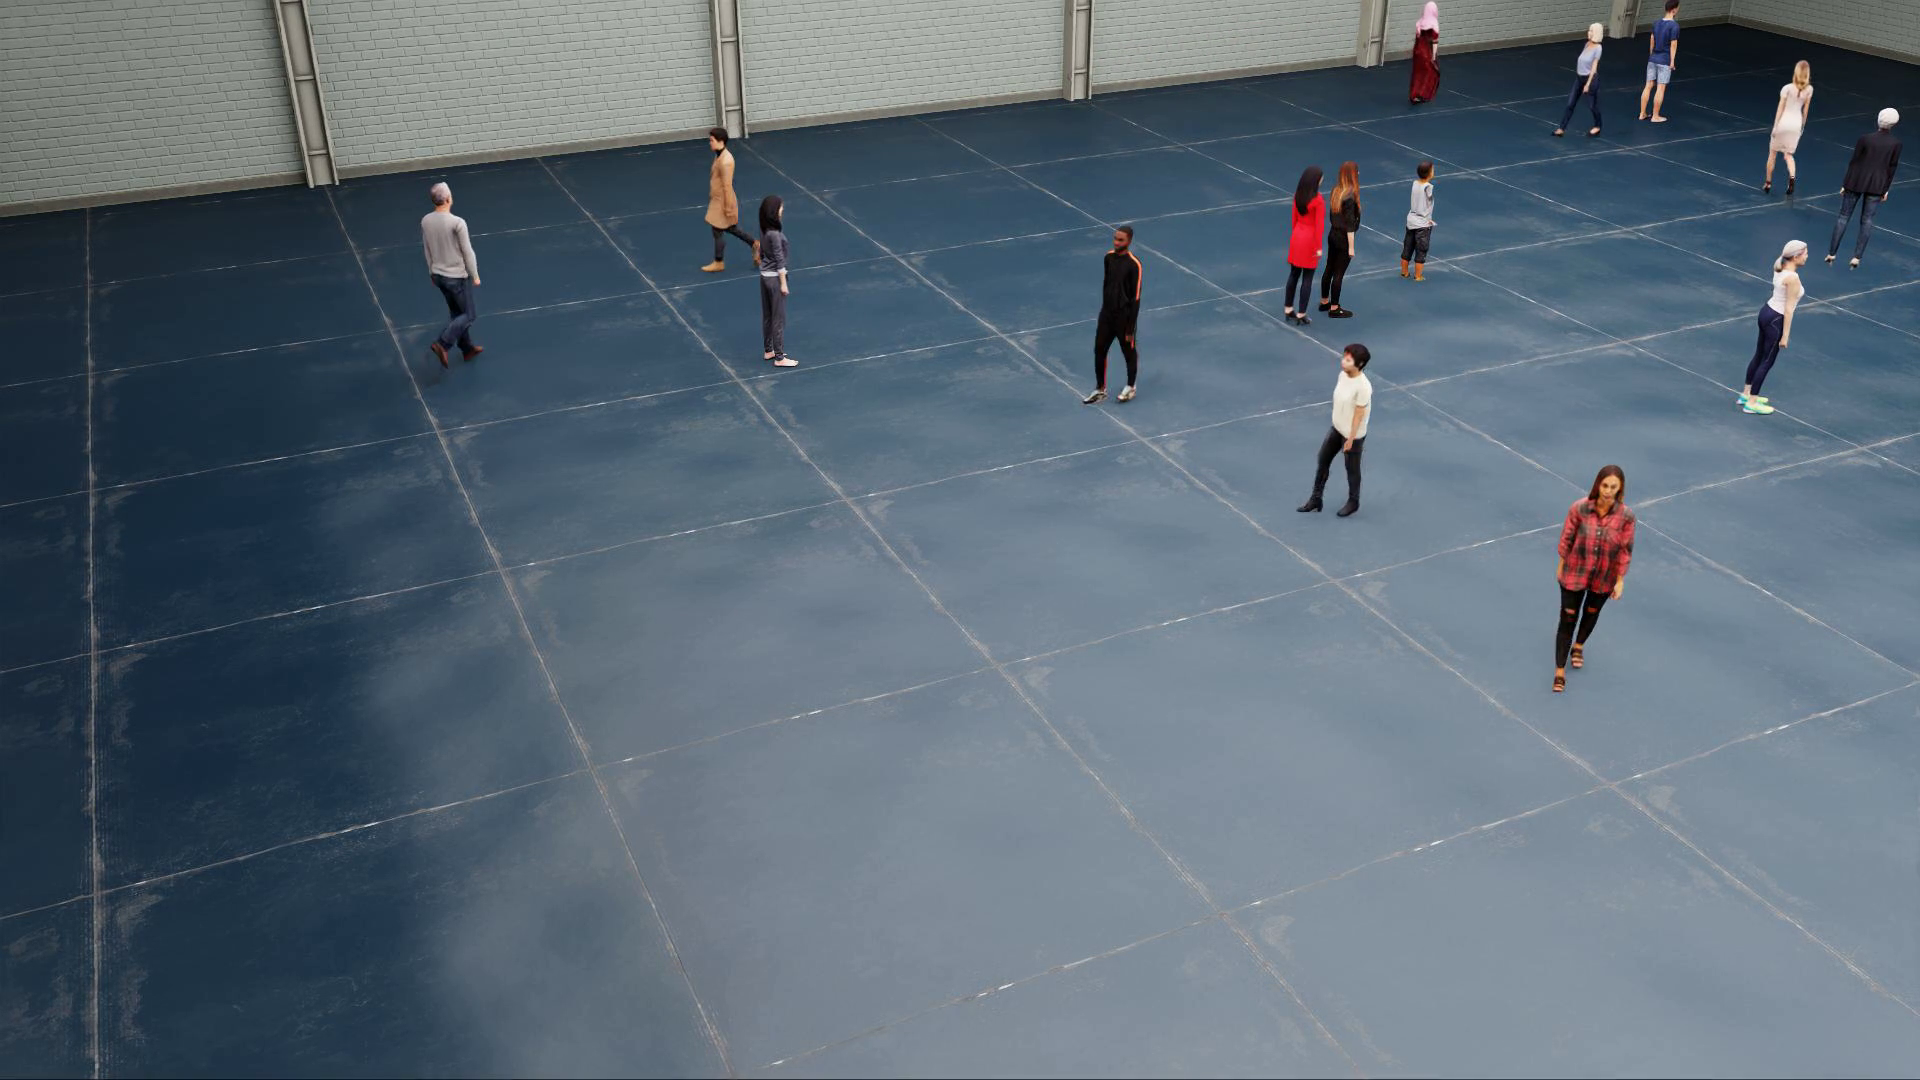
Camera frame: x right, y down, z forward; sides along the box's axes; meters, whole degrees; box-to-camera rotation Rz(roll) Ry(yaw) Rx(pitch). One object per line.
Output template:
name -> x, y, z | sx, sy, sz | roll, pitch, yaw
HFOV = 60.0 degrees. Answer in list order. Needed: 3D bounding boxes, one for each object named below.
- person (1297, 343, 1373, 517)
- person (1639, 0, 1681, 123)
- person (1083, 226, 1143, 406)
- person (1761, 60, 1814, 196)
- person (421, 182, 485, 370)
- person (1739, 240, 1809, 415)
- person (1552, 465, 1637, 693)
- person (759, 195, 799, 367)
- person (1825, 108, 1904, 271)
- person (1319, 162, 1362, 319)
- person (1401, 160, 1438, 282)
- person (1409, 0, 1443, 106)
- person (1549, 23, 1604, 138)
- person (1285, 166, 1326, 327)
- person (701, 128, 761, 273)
person -> 3.315, -0.910, 13.946 | 0.790, 1.570, 0.646 | -9, 29, -17
person -> 10.972, -7.504, 26.039 | 0.587, 1.843, 0.642 | -16, 32, -28
person -> 1.613, -2.192, 16.124 | 0.836, 1.786, 0.974 | 24, 36, 37
person -> 11.090, -5.445, 22.207 | 1.050, 1.809, 0.970 | 2, 28, 4
person -> -5.181, -2.637, 16.851 | 1.079, 1.888, 1.189 | 14, 31, 24
person -> 7.804, -2.060, 15.967 | 0.686, 1.701, 0.670 | 2, 28, 3
person -> 4.456, 0.213, 11.739 | 1.036, 1.663, 1.093 | 10, 30, 18
person -> -1.912, -2.660, 17.026 | 0.523, 1.764, 0.611 | -15, 31, -25
person -> 9.774, -3.832, 18.031 | 0.821, 1.782, 0.786 | 11, 30, 19
person -> 4.180, -3.316, 18.313 | 0.569, 1.712, 0.629 | -7, 29, -14
person -> 5.376, -3.775, 19.443 | 0.573, 1.460, 0.614 | -21, 34, -33
person -> 7.497, -7.887, 26.969 | 0.750, 1.644, 0.727 | -18, 33, -30
person -> 9.517, -6.883, 25.044 | 1.154, 1.681, 0.718 | -7, 29, -13
person -> 3.747, -3.193, 18.045 | 0.640, 1.748, 0.631 | -17, 32, -28
person -> -2.710, -4.010, 19.625 | 1.080, 1.705, 0.784 | -7, 29, -12
